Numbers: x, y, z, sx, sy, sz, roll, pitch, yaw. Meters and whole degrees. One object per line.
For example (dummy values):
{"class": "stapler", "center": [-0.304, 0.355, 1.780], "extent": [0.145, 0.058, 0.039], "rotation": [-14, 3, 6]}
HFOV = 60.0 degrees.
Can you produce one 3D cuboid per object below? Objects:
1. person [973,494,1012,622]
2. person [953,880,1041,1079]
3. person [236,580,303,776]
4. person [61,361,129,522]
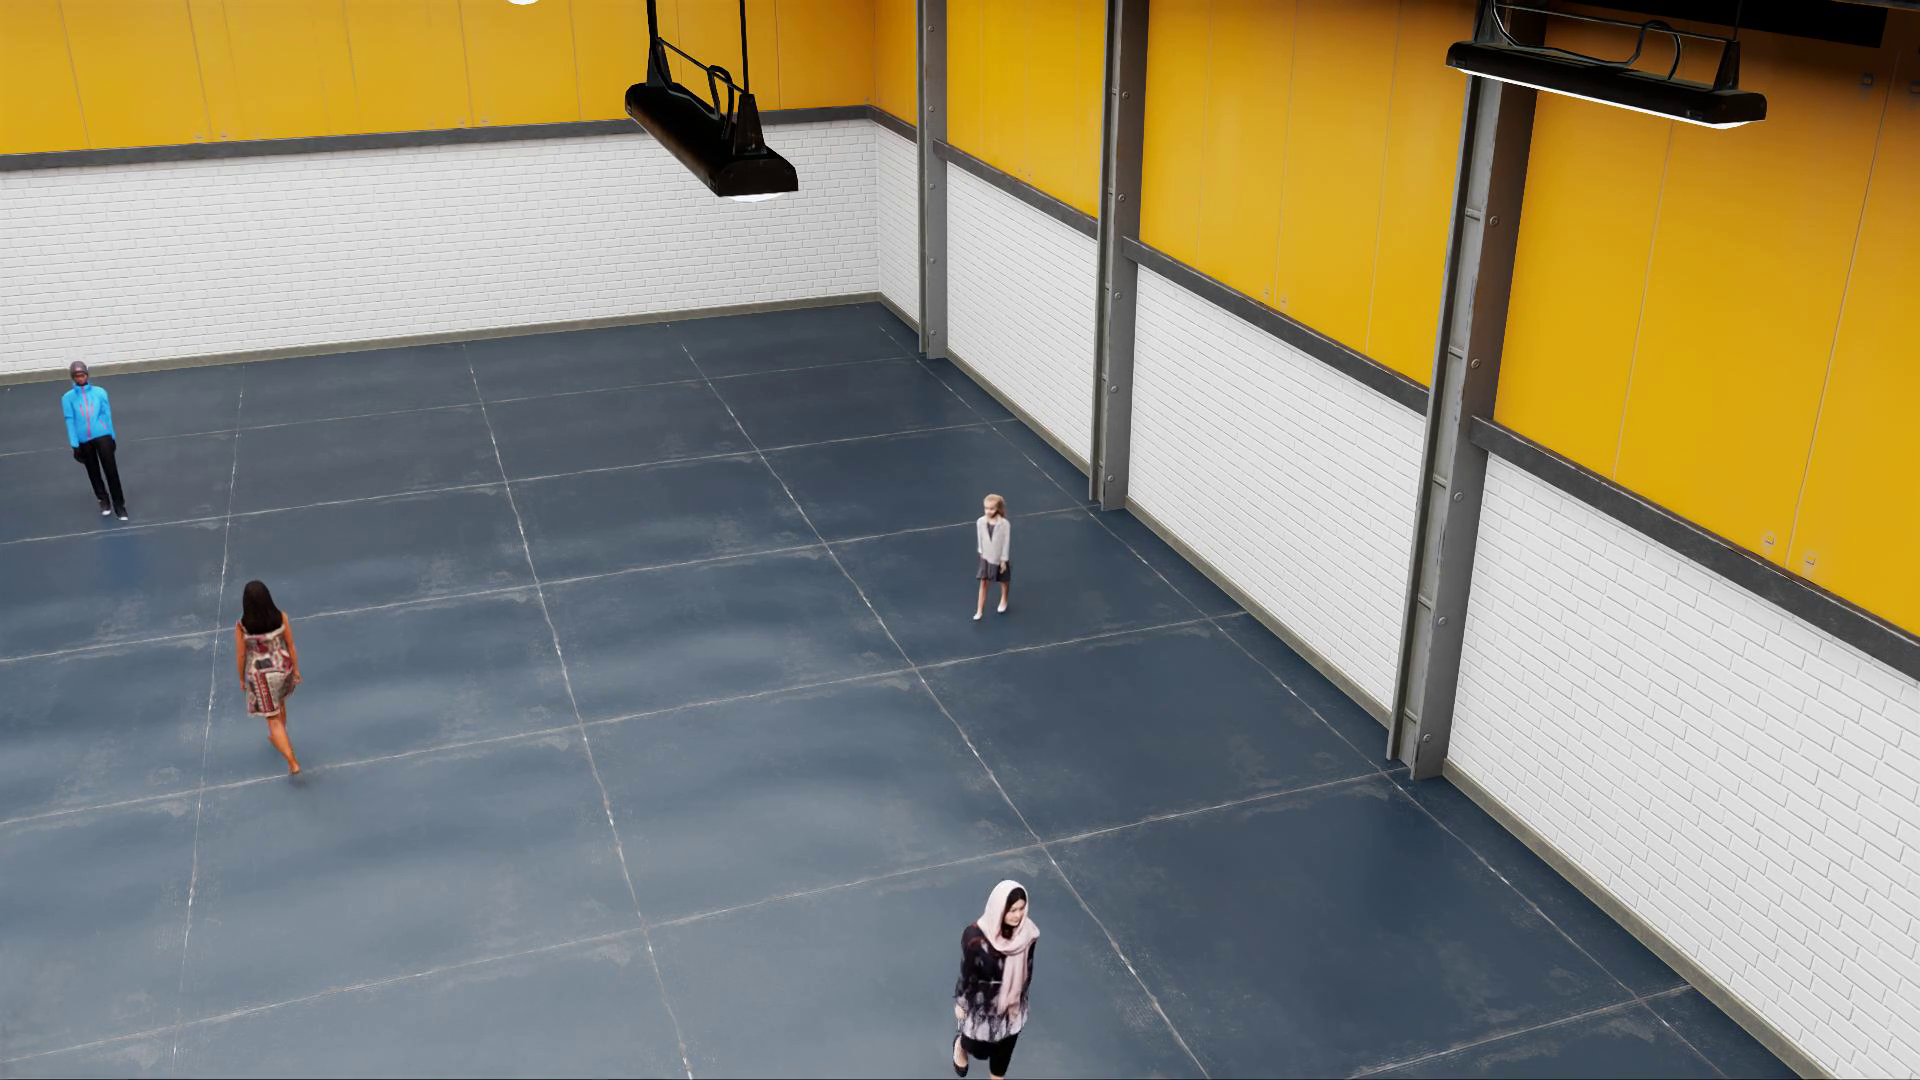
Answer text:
{"class": "person", "center": [0.366, 0.140, 15.924], "extent": [0.806, 1.244, 0.909], "rotation": [7, 25, 17]}
{"class": "person", "center": [0.164, 2.639, 9.747], "extent": [0.676, 1.612, 0.813], "rotation": [-9, 25, -19]}
{"class": "person", "center": [-5.469, 1.121, 13.225], "extent": [0.839, 1.608, 1.169], "rotation": [-18, 29, -35]}
{"class": "person", "center": [-9.446, -1.105, 18.115], "extent": [0.685, 1.769, 0.975], "rotation": [-11, 26, -24]}
